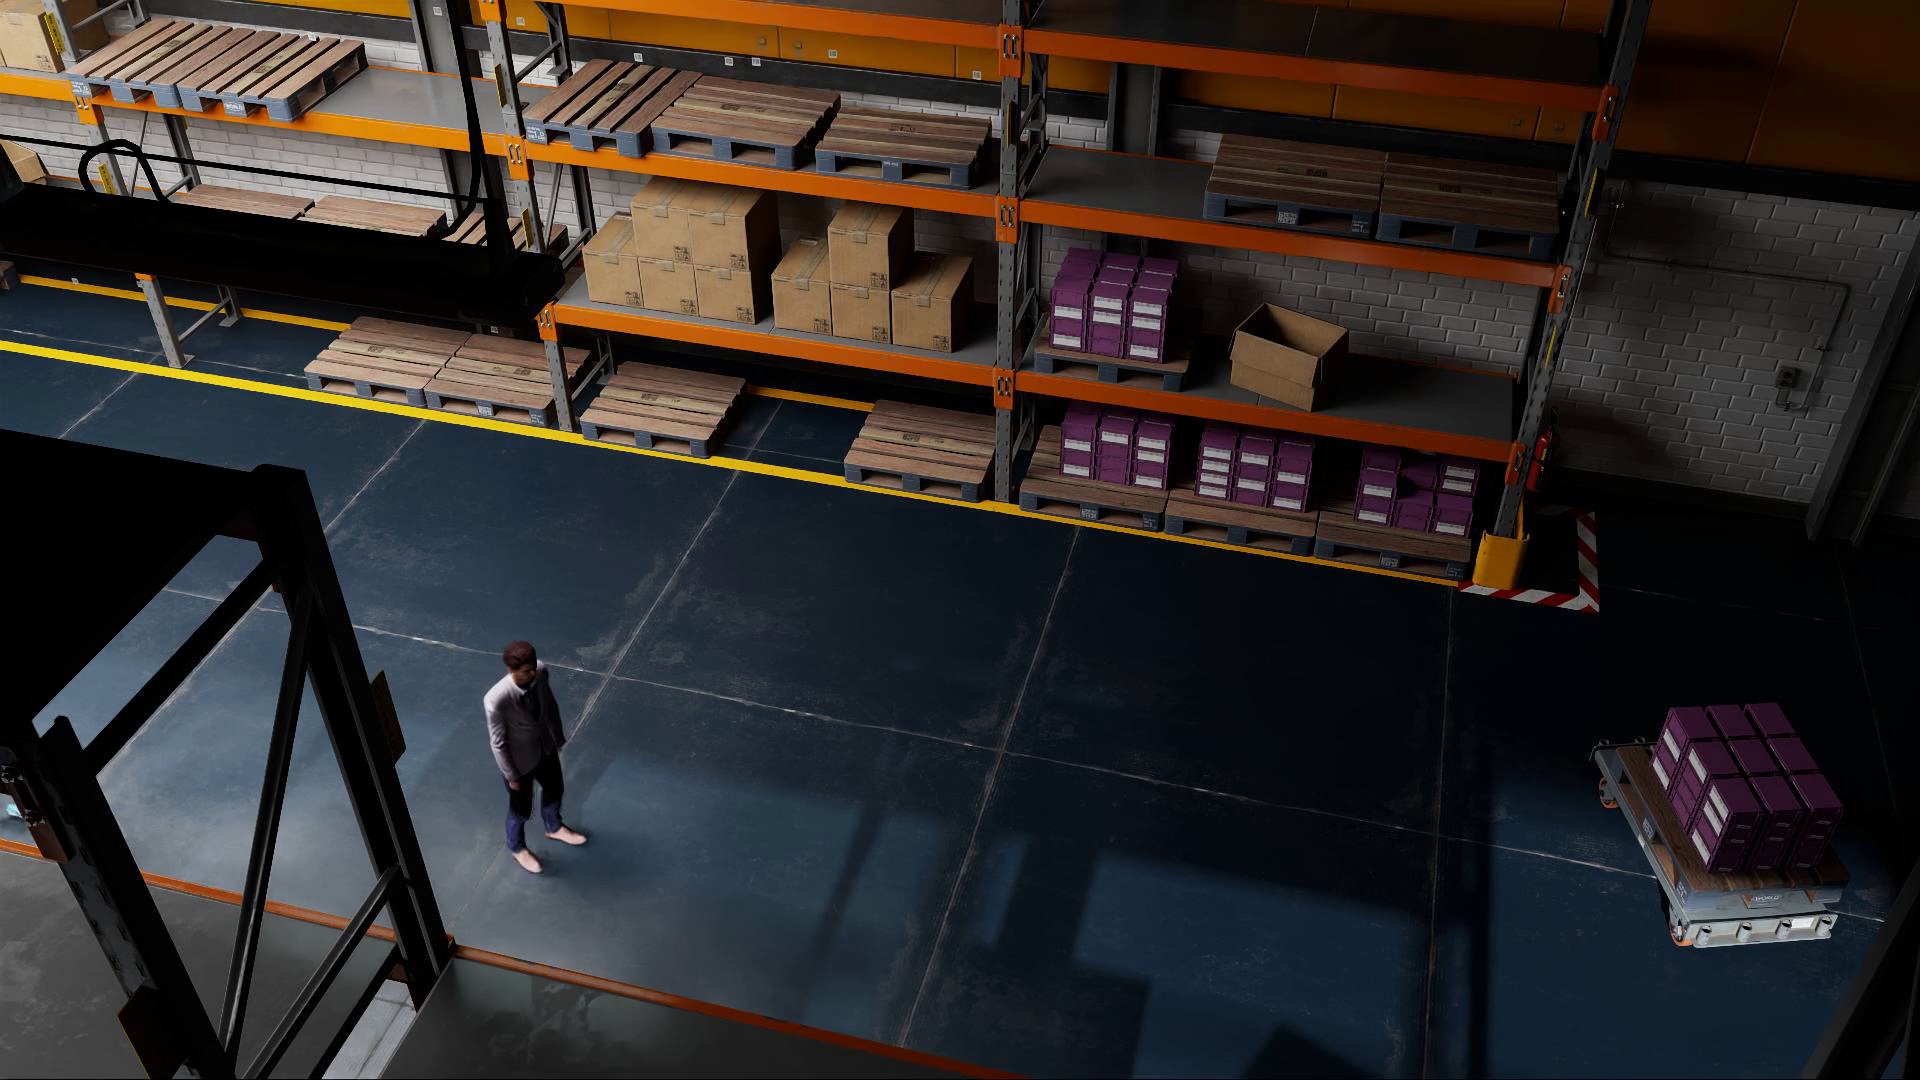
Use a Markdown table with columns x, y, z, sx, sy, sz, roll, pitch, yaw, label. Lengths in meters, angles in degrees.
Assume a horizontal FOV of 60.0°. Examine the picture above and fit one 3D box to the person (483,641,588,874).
| x | y | z | sx | sy | sz | roll | pitch | yaw | label |
| --- | --- | --- | --- | --- | --- | --- | --- | --- | --- |
| -2.737 | 1.329 | 10.469 | 0.711 | 1.832 | 0.762 | 21 | 43 | 24 | person |
